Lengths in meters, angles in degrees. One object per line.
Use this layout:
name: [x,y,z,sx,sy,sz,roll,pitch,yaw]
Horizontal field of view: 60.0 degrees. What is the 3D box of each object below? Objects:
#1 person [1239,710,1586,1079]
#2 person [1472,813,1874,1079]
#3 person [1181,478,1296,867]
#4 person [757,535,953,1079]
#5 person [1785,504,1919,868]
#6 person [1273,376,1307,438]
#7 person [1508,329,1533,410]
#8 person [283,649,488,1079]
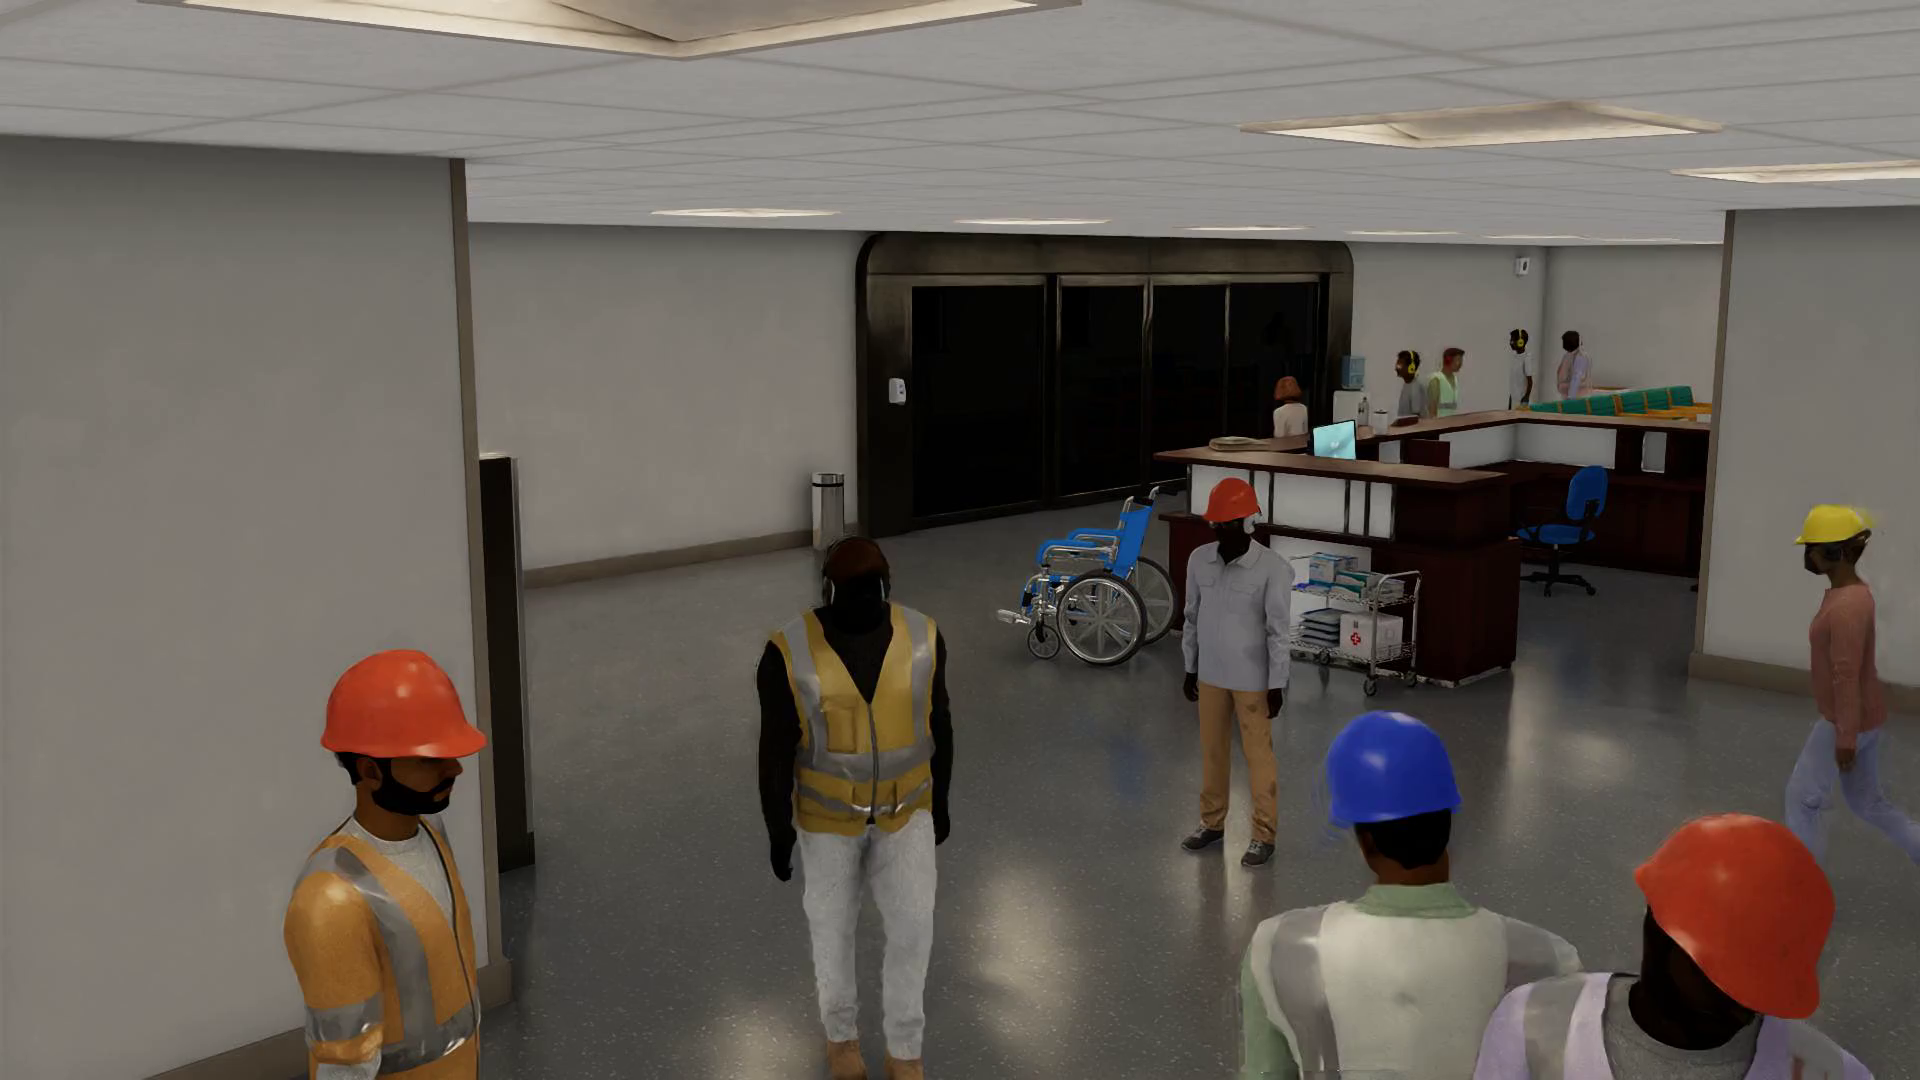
person: [0.785,1.264,2.827,0.646,1.902,0.881,2,10,13]
person: [1.005,1.295,2.592,0.706,1.907,0.509,6,11,32]
person: [1.216,0.583,7.447,0.563,1.742,0.361,9,13,43]
person: [-0.302,0.899,5.263,0.651,1.821,0.680,-2,10,-13]
person: [3.639,0.719,6.682,0.822,1.724,0.557,5,11,30]
person: [3.155,-0.753,16.006,0.551,1.627,0.299,-9,13,-43]
person: [7.381,-1.847,21.970,0.315,1.865,0.526,0,9,-2]
person: [-1.079,1.162,3.298,0.362,1.935,0.553,0,9,-1]
